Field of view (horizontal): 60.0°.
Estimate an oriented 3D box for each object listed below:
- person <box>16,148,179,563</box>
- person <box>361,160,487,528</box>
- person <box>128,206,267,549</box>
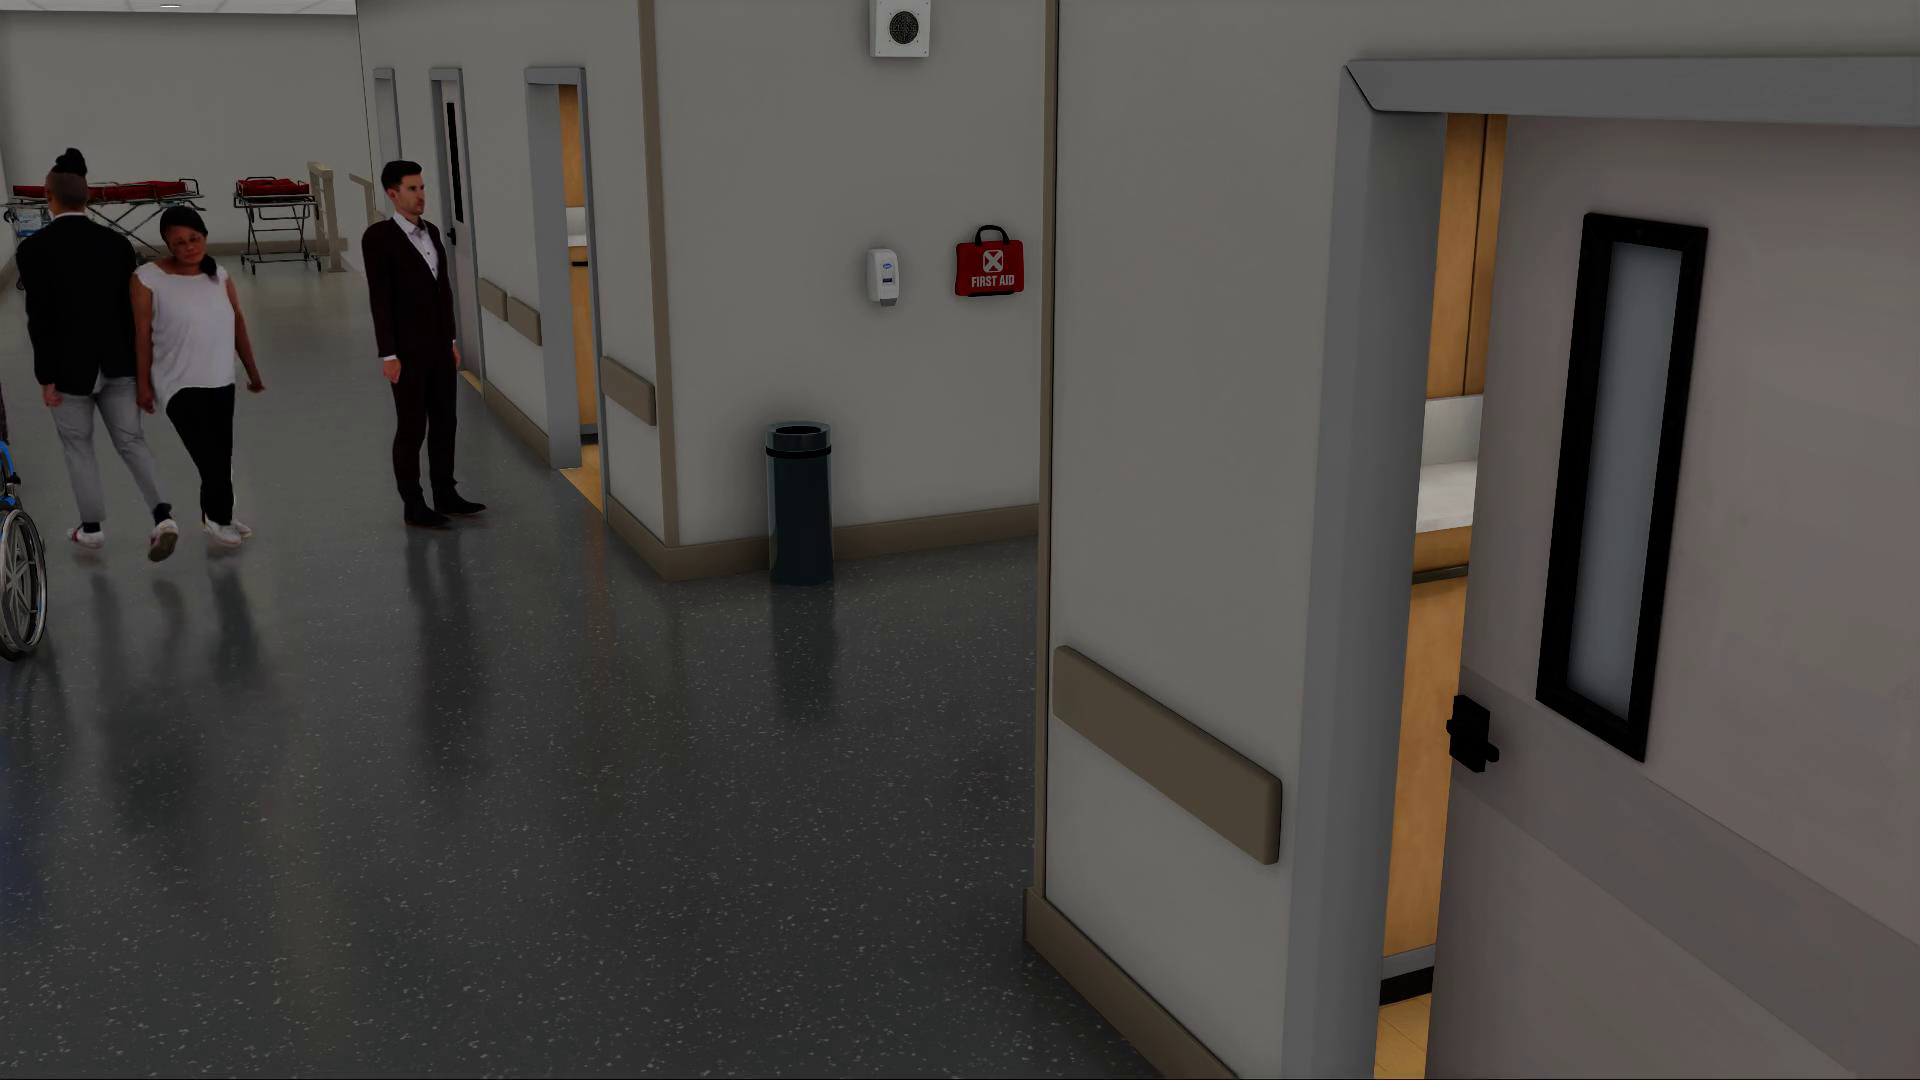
[{"bbox_3d":[-4.005,-0.814,7.776,1.342,1.915,1.078,14,21,40],"label":"person"},{"bbox_3d":[-2.787,-1.005,8.552,0.818,1.862,0.780,7,17,24],"label":"person"},{"bbox_3d":[-3.772,-0.784,8.123,0.892,1.669,0.870,7,17,23],"label":"person"}]
